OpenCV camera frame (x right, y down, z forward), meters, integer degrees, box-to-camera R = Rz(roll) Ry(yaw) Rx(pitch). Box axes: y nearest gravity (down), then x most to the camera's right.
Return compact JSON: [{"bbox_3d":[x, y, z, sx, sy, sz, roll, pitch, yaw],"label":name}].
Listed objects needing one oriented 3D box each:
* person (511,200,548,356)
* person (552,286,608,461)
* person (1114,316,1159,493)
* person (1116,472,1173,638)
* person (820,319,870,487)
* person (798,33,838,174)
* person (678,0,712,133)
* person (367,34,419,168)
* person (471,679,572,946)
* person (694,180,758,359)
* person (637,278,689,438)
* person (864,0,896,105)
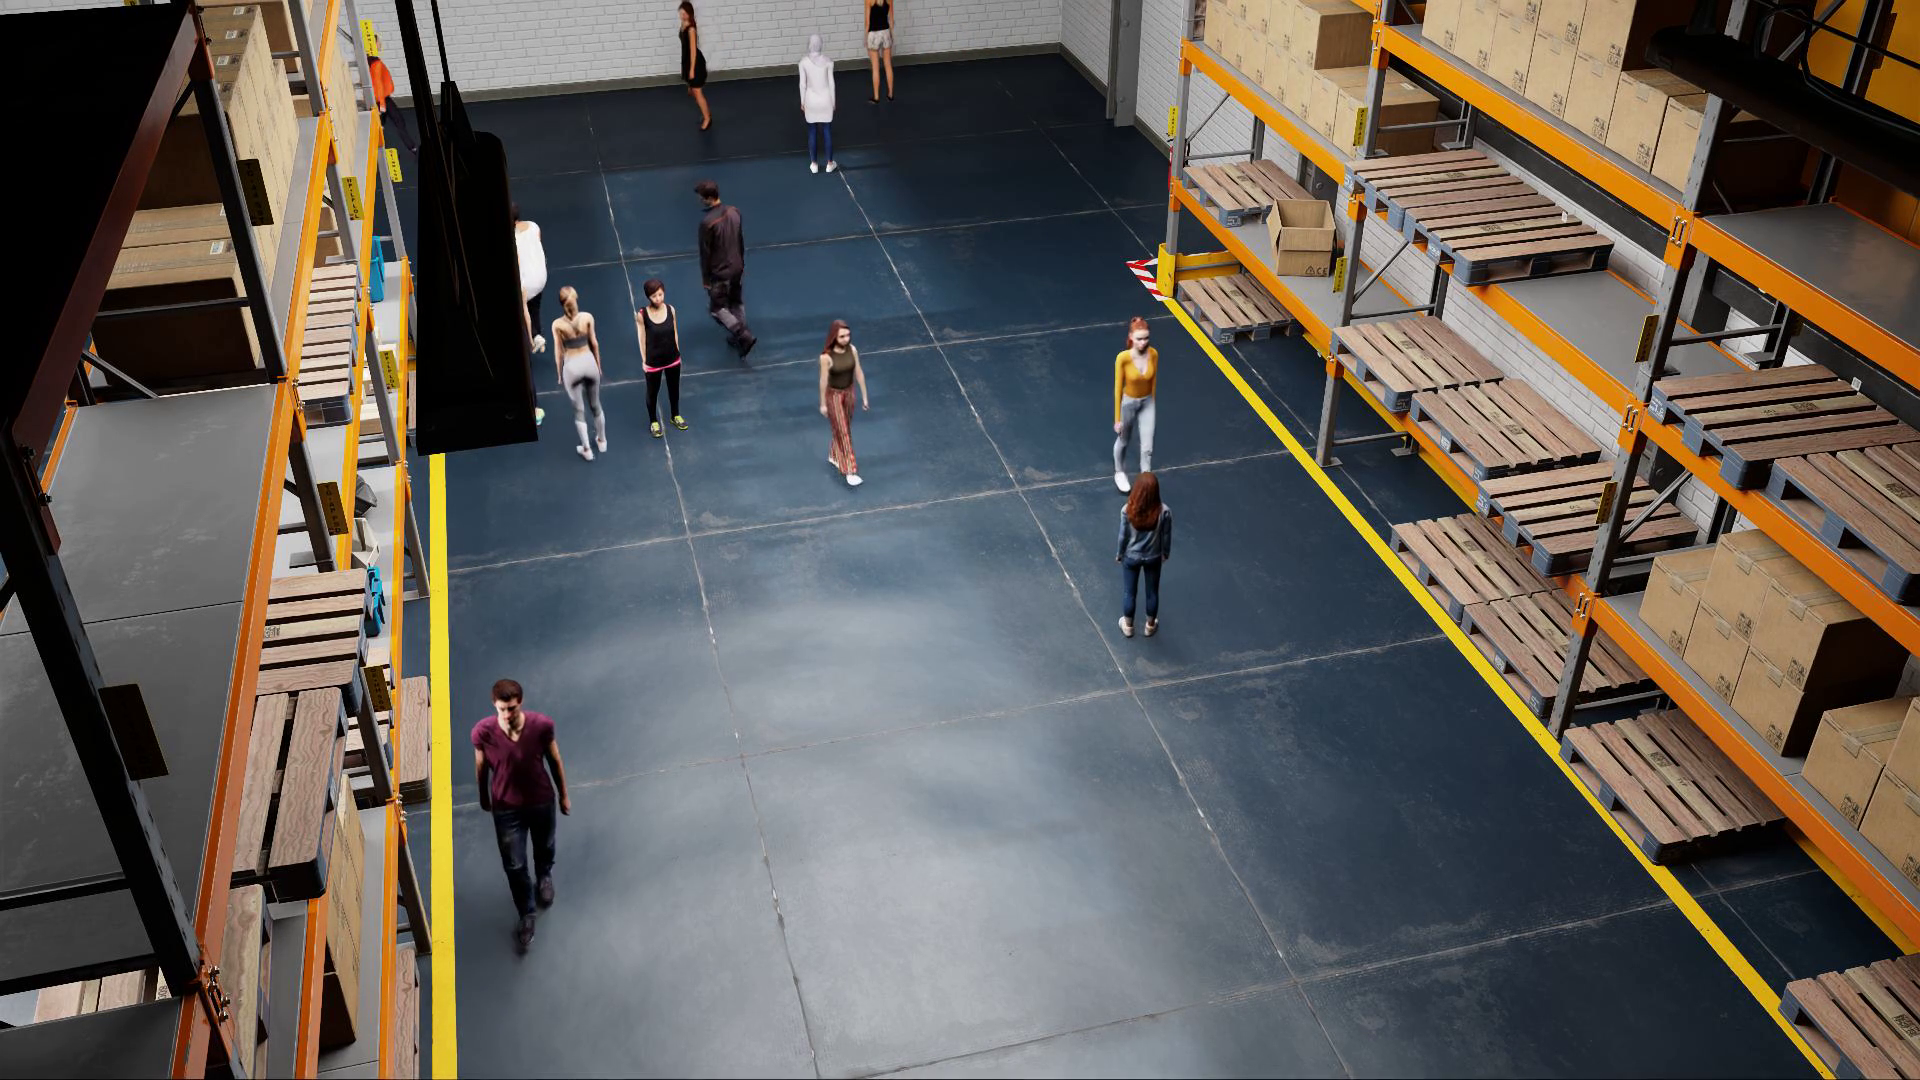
[{"bbox_3d":[-4.394,-2.638,16.901,0.883,1.676,0.825,23,40,31],"label":"person"},{"bbox_3d":[-3.471,-1.532,15.209,0.615,1.706,0.642,-16,37,-23],"label":"person"},{"bbox_3d":[1.497,-1.188,14.673,0.644,1.726,0.947,-11,35,-16],"label":"person"},{"bbox_3d":[1.424,0.114,12.939,0.622,1.477,0.591,1,34,2],"label":"person"},{"bbox_3d":[-1.108,-1.307,15.023,0.758,1.536,0.986,-20,38,-27],"label":"person"},{"bbox_3d":[-1.810,-5.573,21.227,0.663,1.775,0.625,0,34,1],"label":"person"},{"bbox_3d":[-3.538,-6.349,22.371,0.764,1.800,0.619,-7,34,-11],"label":"person"},{"bbox_3d":[-7.491,-5.598,21.309,0.853,1.724,0.955,-18,38,-25],"label":"person"},{"bbox_3d":[-2.748,1.562,10.442,0.706,1.829,0.878,-10,35,-15],"label":"person"},{"bbox_3d":[-2.337,-2.689,16.763,1.064,1.913,0.999,24,40,32],"label":"person"},{"bbox_3d":[-2.820,-1.742,15.664,0.594,1.552,0.586,-18,38,-25],"label":"person"},{"bbox_3d":[-1.137,-7.111,23.475,0.639,1.846,0.544,-13,36,-18],"label":"person"}]
